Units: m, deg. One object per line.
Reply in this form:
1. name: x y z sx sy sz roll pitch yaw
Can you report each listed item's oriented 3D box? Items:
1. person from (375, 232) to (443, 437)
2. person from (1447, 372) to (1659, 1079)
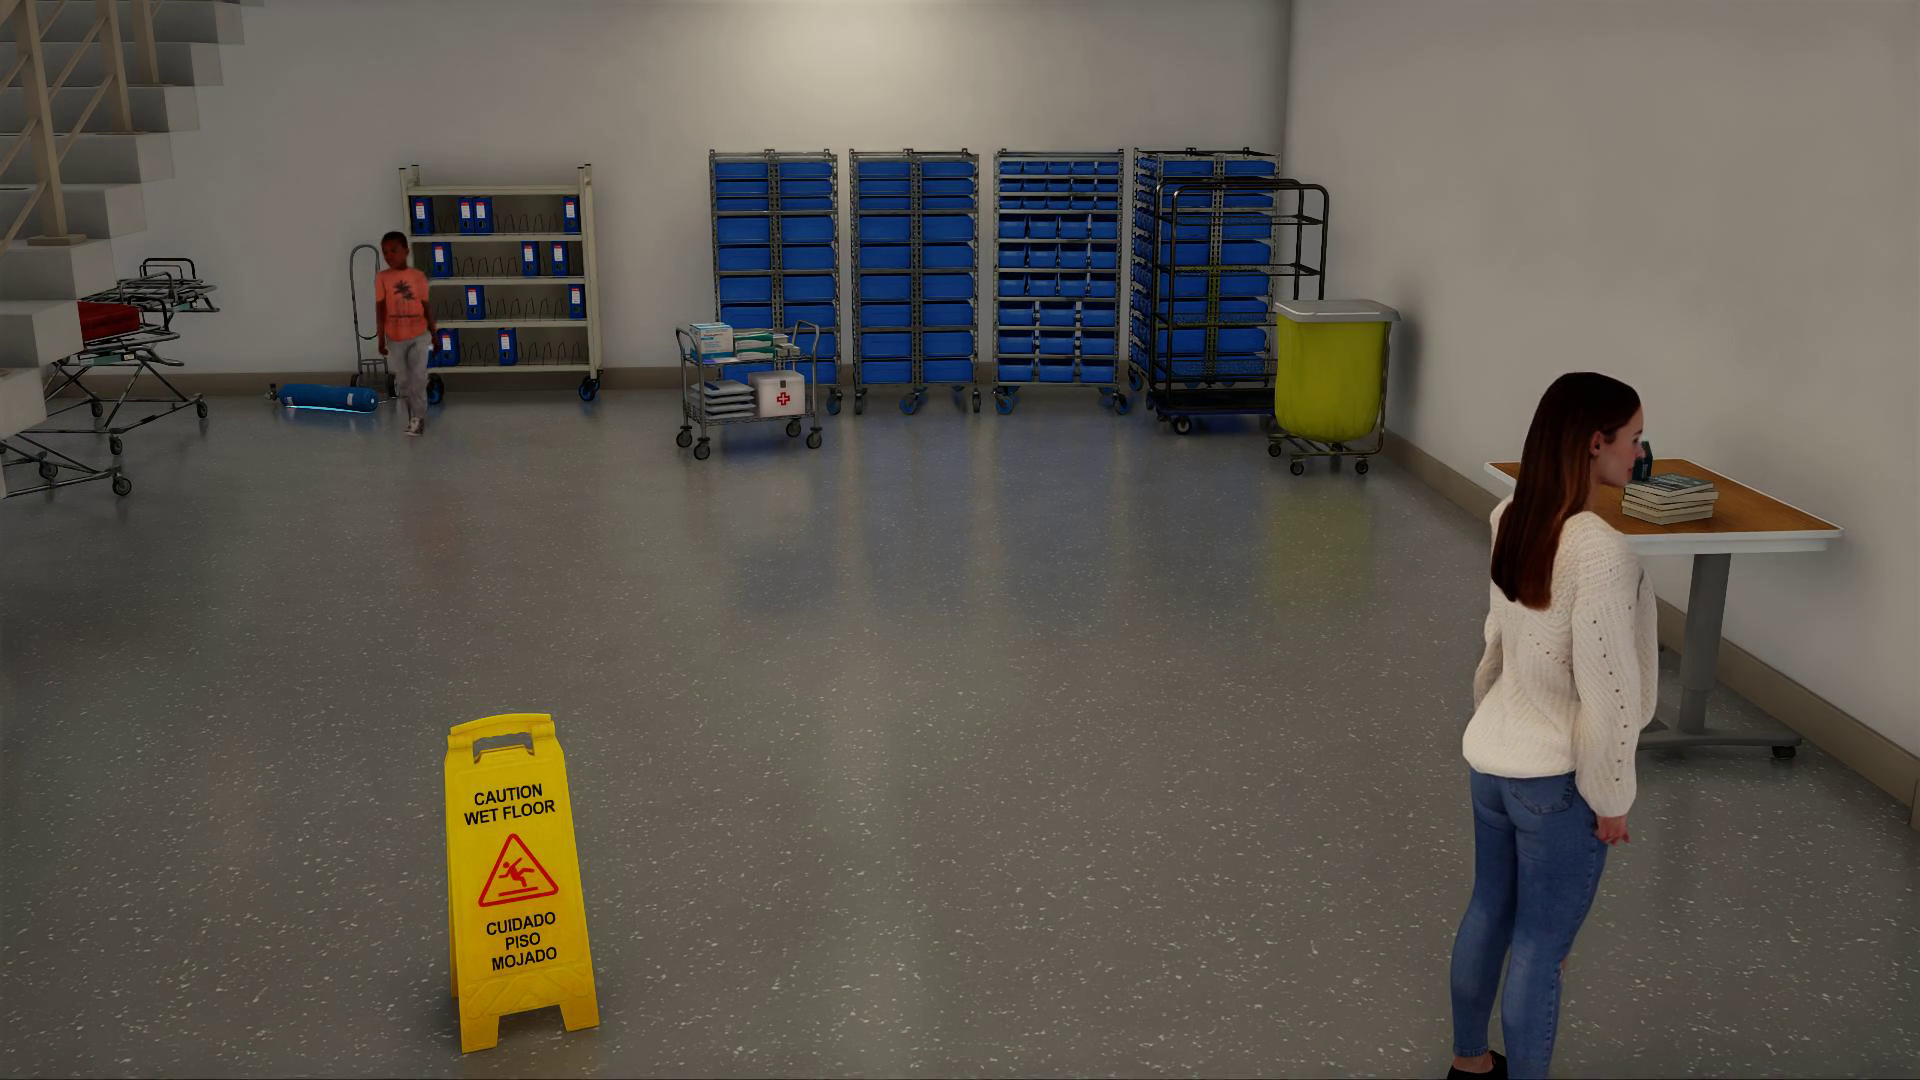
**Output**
1. person: -3.545 -1.333 10.690 0.548 1.297 0.915 -3 16 -11
2. person: 1.235 0.483 3.516 0.697 1.694 0.518 -3 16 -11
